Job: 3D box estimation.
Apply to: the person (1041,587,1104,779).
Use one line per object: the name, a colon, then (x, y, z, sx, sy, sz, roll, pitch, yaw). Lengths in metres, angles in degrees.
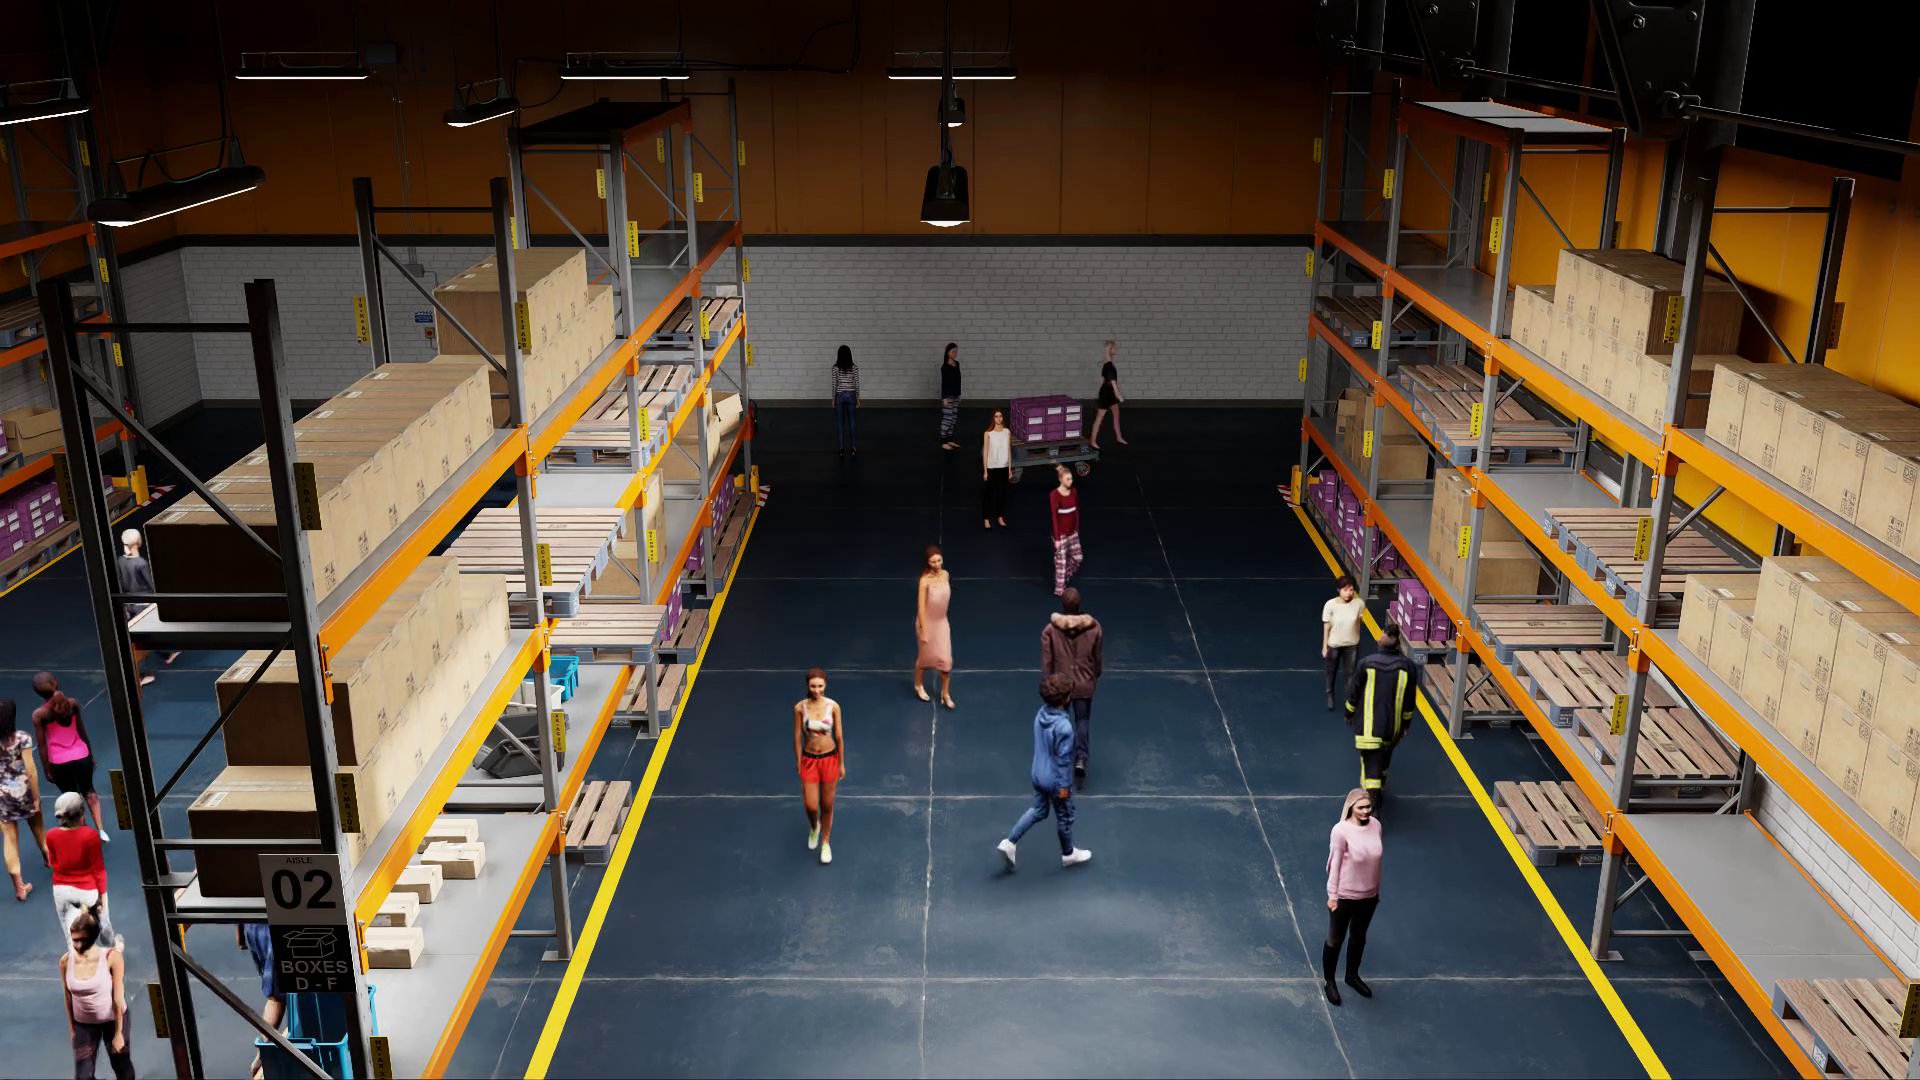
person: (1.085, 1.373, 15.796, 0.764, 1.814, 1.131, 1, 19, 3)

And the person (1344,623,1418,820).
person: (3.775, 1.641, 14.973, 0.775, 1.831, 1.130, -1, 19, -3)

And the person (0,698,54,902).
person: (-7.806, 2.151, 13.662, 0.693, 1.701, 1.027, -3, 19, -8)

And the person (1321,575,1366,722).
person: (3.934, 1.062, 17.135, 0.620, 1.548, 0.915, 1, 19, 2)

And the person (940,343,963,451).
person: (-0.161, -2.344, 26.963, 0.737, 1.732, 0.635, 12, 22, 33)

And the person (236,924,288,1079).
person: (-4.759, 2.867, 11.435, 0.782, 1.766, 1.182, 4, 19, 11)

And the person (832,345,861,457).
person: (-1.827, -2.214, 26.478, 0.616, 1.795, 0.537, -2, 19, -6)

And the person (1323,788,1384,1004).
person: (2.912, 2.604, 12.337, 0.672, 1.688, 0.656, -7, 20, -20)

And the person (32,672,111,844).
person: (-7.613, 1.949, 14.259, 0.760, 1.704, 0.820, -15, 24, -38)

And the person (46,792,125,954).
person: (-6.453, 2.687, 12.167, 0.750, 1.640, 1.187, -5, 19, -14)

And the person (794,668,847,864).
person: (-1.200, 1.896, 14.301, 0.603, 1.776, 0.664, -2, 19, -5)

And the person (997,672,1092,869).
person: (0.709, 1.992, 13.997, 1.040, 1.788, 1.126, -9, 20, -24)

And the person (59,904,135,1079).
person: (-5.603, 3.108, 10.910, 0.602, 1.643, 0.610, -3, 19, -8)

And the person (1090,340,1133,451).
person: (2.259, -2.292, 26.694, 0.653, 1.805, 0.873, 0, 19, 0)

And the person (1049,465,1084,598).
person: (1.225, -0.099, 20.363, 0.760, 1.688, 0.807, -14, 23, -36)

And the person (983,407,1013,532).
person: (0.498, -0.995, 22.973, 0.638, 1.722, 0.612, -7, 20, -19)

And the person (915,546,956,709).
person: (-0.327, 0.873, 17.314, 0.861, 1.794, 0.961, -16, 25, -40)

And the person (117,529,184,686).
person: (-8.849, 0.743, 17.854, 0.895, 1.695, 1.097, 9, 21, 25)
